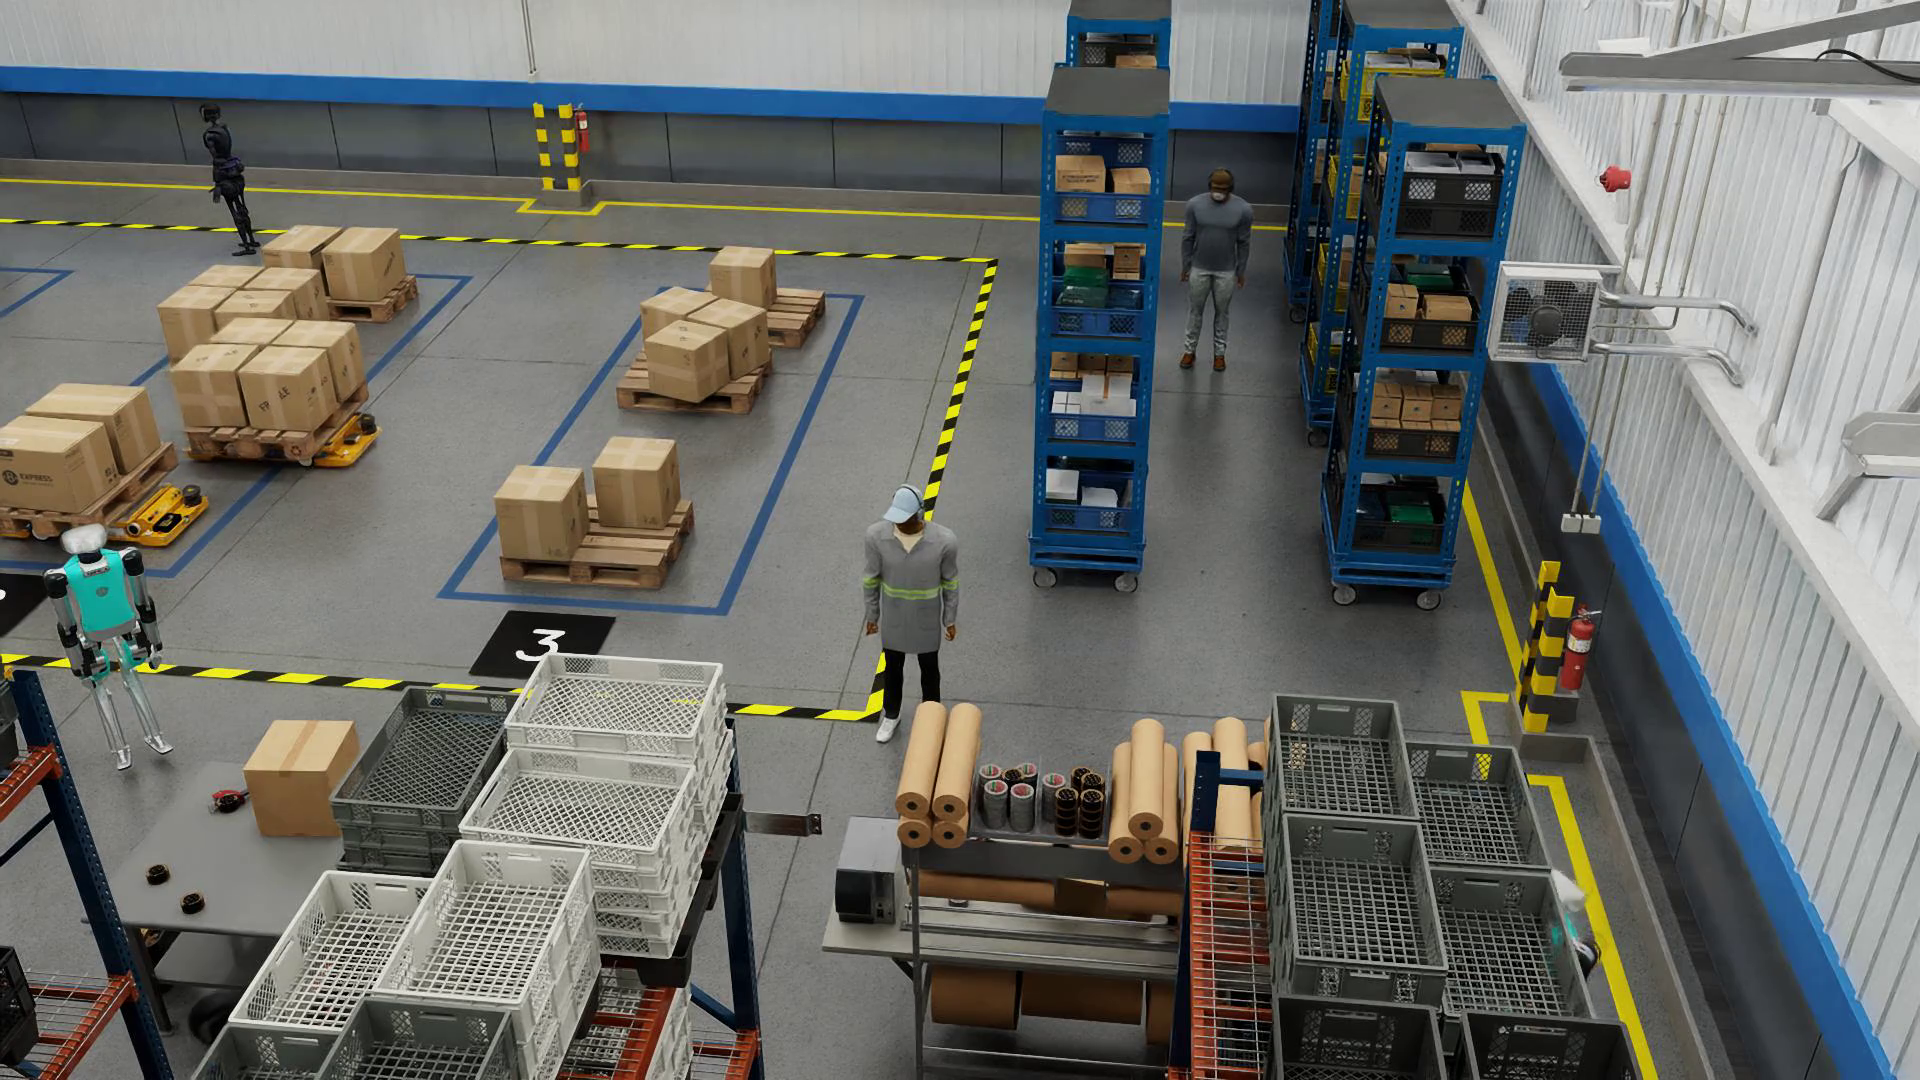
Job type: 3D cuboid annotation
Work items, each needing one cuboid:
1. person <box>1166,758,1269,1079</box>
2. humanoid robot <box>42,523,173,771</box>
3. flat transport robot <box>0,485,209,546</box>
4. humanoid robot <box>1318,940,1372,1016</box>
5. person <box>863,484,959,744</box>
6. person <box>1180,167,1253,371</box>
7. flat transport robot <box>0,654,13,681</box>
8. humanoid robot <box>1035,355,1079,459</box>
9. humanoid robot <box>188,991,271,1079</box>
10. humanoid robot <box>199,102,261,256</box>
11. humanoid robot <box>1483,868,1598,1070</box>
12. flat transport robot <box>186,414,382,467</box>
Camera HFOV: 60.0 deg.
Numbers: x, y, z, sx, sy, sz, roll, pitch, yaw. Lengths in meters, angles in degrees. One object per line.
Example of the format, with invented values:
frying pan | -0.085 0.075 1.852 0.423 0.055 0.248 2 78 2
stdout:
person | 1.245 1.857 7.804 0.598 1.957 0.364 13 33 22
humanoid robot | -5.173 0.578 10.088 0.533 1.677 0.735 -21 36 -32
flat transport robot | -6.750 -0.236 13.052 1.431 0.197 0.652 3 30 6
humanoid robot | 1.540 2.328 7.264 0.366 1.647 0.600 0 30 1
person | -0.305 0.471 10.292 0.592 1.849 0.395 3 30 6
person | 2.331 -2.497 15.307 0.629 1.936 0.370 6 31 11
flat transport robot | -7.142 0.969 11.010 1.431 0.231 0.659 3 30 6
humanoid robot | 0.812 -1.365 13.626 0.607 1.645 0.387 25 39 36
humanoid robot | -2.843 2.472 7.035 0.476 1.644 0.616 -19 35 -29
humanoid robot | -7.919 -3.909 17.973 0.315 1.657 0.599 -2 30 -4
humanoid robot | 2.627 2.170 7.532 0.663 1.841 0.546 -19 35 -29
flat transport robot | -5.757 -0.889 14.173 1.431 0.197 0.652 3 30 6
